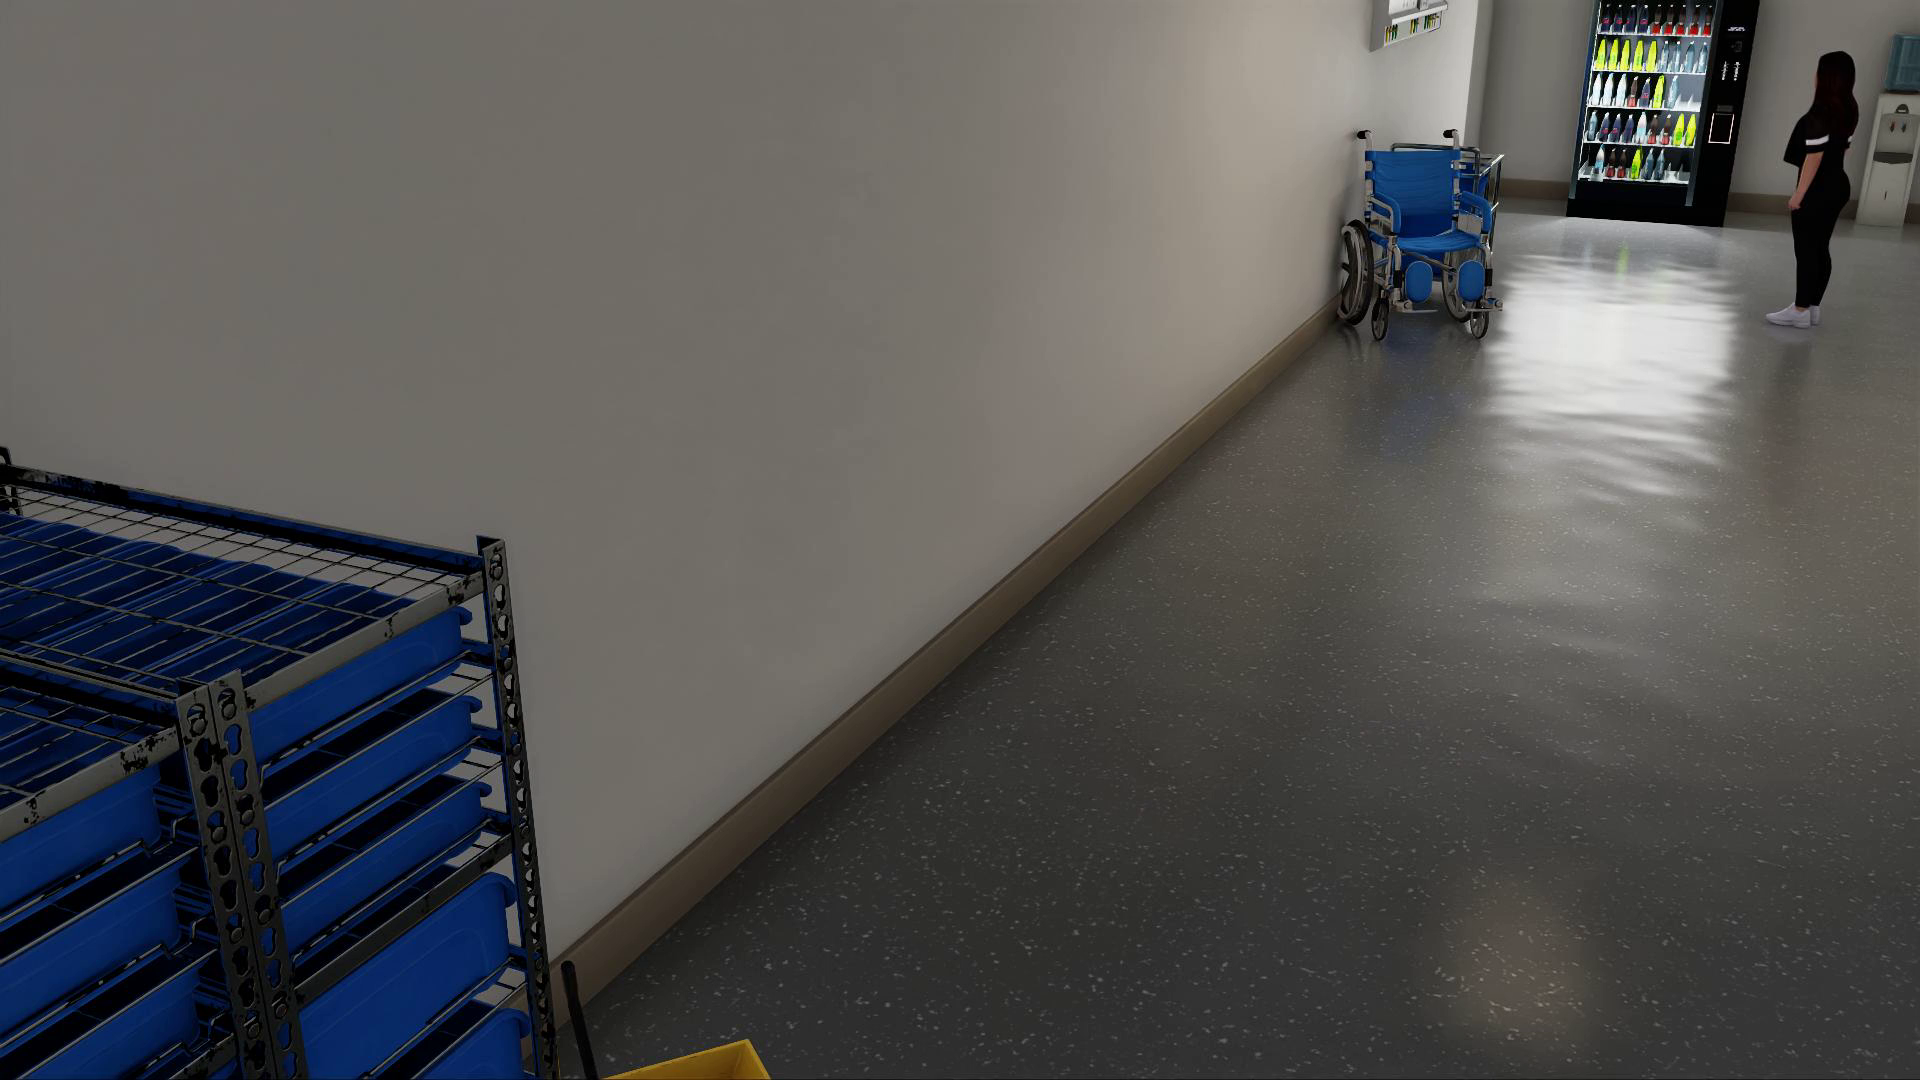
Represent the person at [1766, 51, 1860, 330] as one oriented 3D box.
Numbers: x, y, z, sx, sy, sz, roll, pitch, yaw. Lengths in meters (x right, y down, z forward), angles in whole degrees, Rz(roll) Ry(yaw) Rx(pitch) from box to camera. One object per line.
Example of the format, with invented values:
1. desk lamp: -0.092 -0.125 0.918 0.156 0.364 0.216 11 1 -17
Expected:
1. person: 5.199 -2.115 10.074 0.705 1.638 0.730 -15 25 -34
